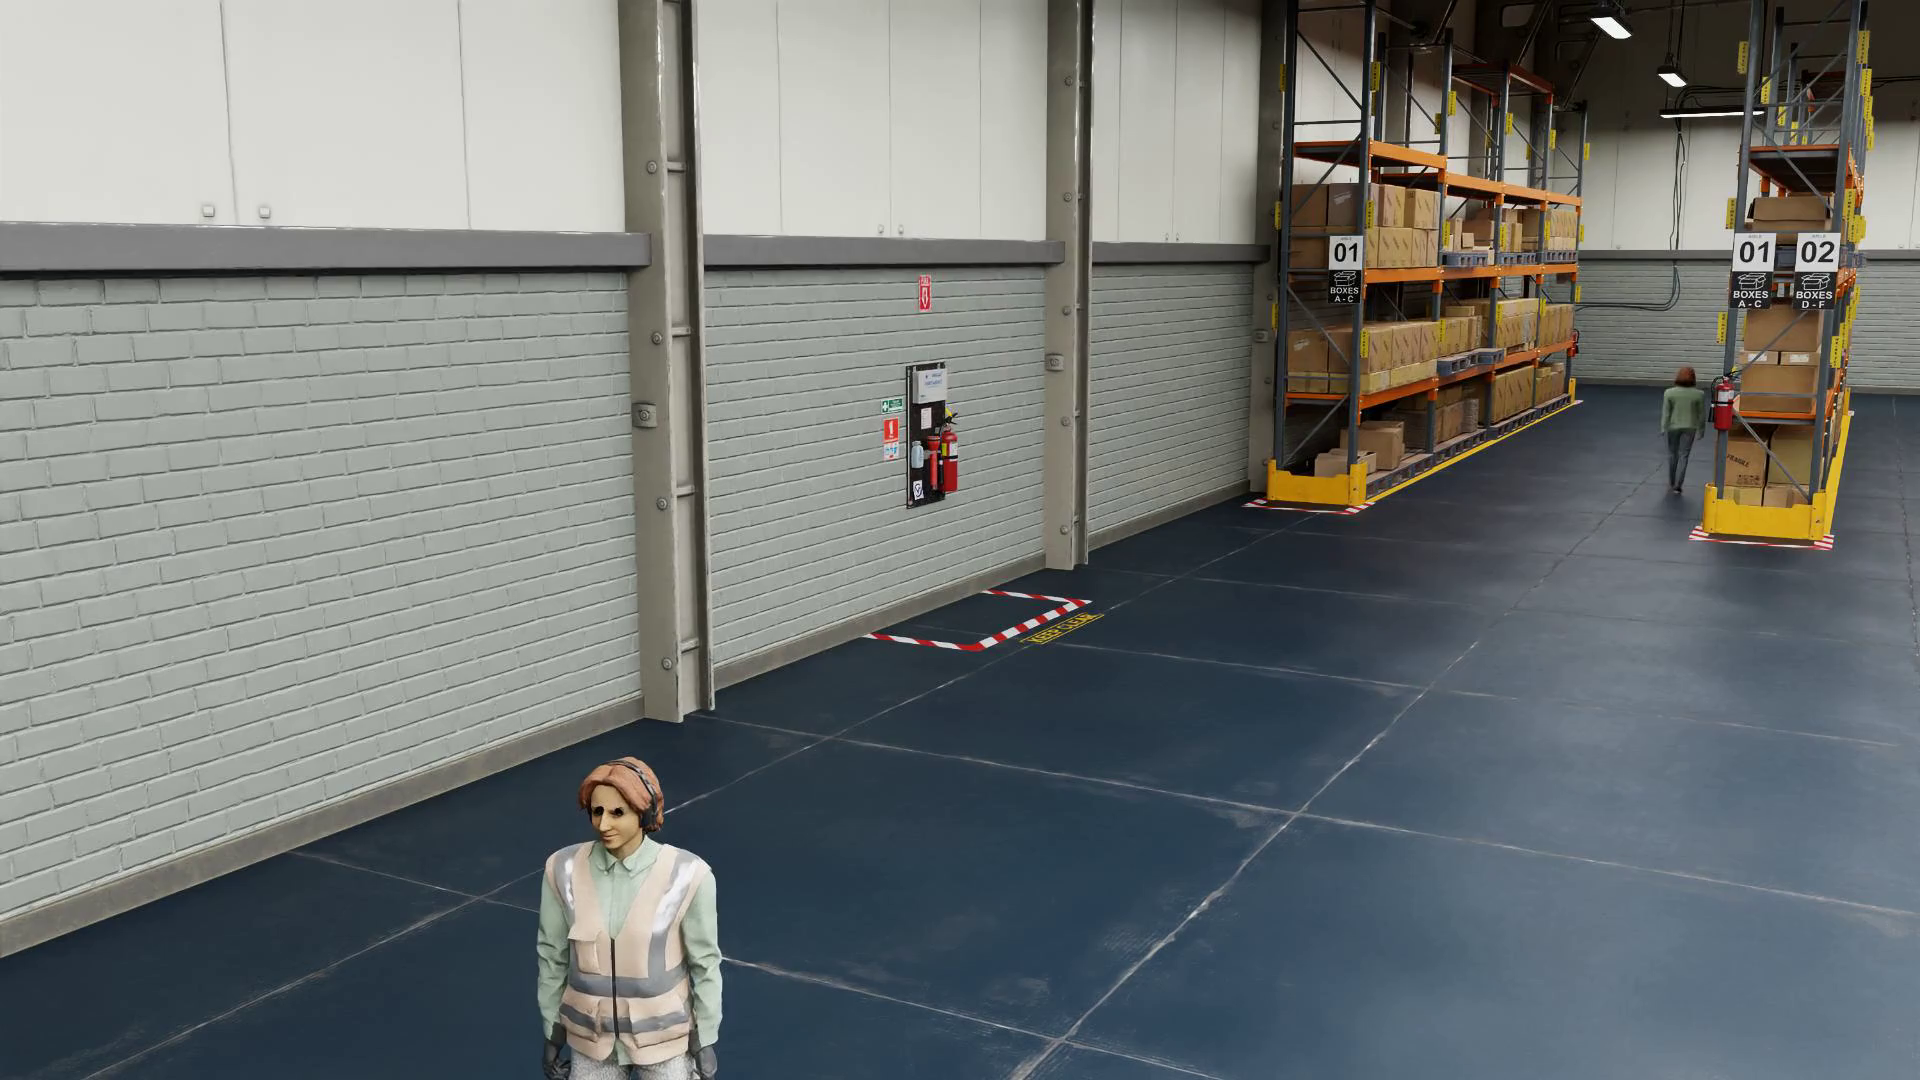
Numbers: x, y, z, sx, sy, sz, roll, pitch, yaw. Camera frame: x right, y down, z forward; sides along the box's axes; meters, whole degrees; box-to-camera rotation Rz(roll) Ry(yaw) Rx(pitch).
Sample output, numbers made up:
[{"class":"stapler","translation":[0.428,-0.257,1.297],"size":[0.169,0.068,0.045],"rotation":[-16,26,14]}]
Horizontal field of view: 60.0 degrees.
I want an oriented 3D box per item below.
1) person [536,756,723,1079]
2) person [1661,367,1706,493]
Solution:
[{"class":"person","translation":[-0.915,1.398,4.626],"size":[0.522,1.640,0.305],"rotation":[1,10,7]},{"class":"person","translation":[9.226,-1.409,21.207],"size":[0.518,1.579,0.868],"rotation":[5,11,27]}]
